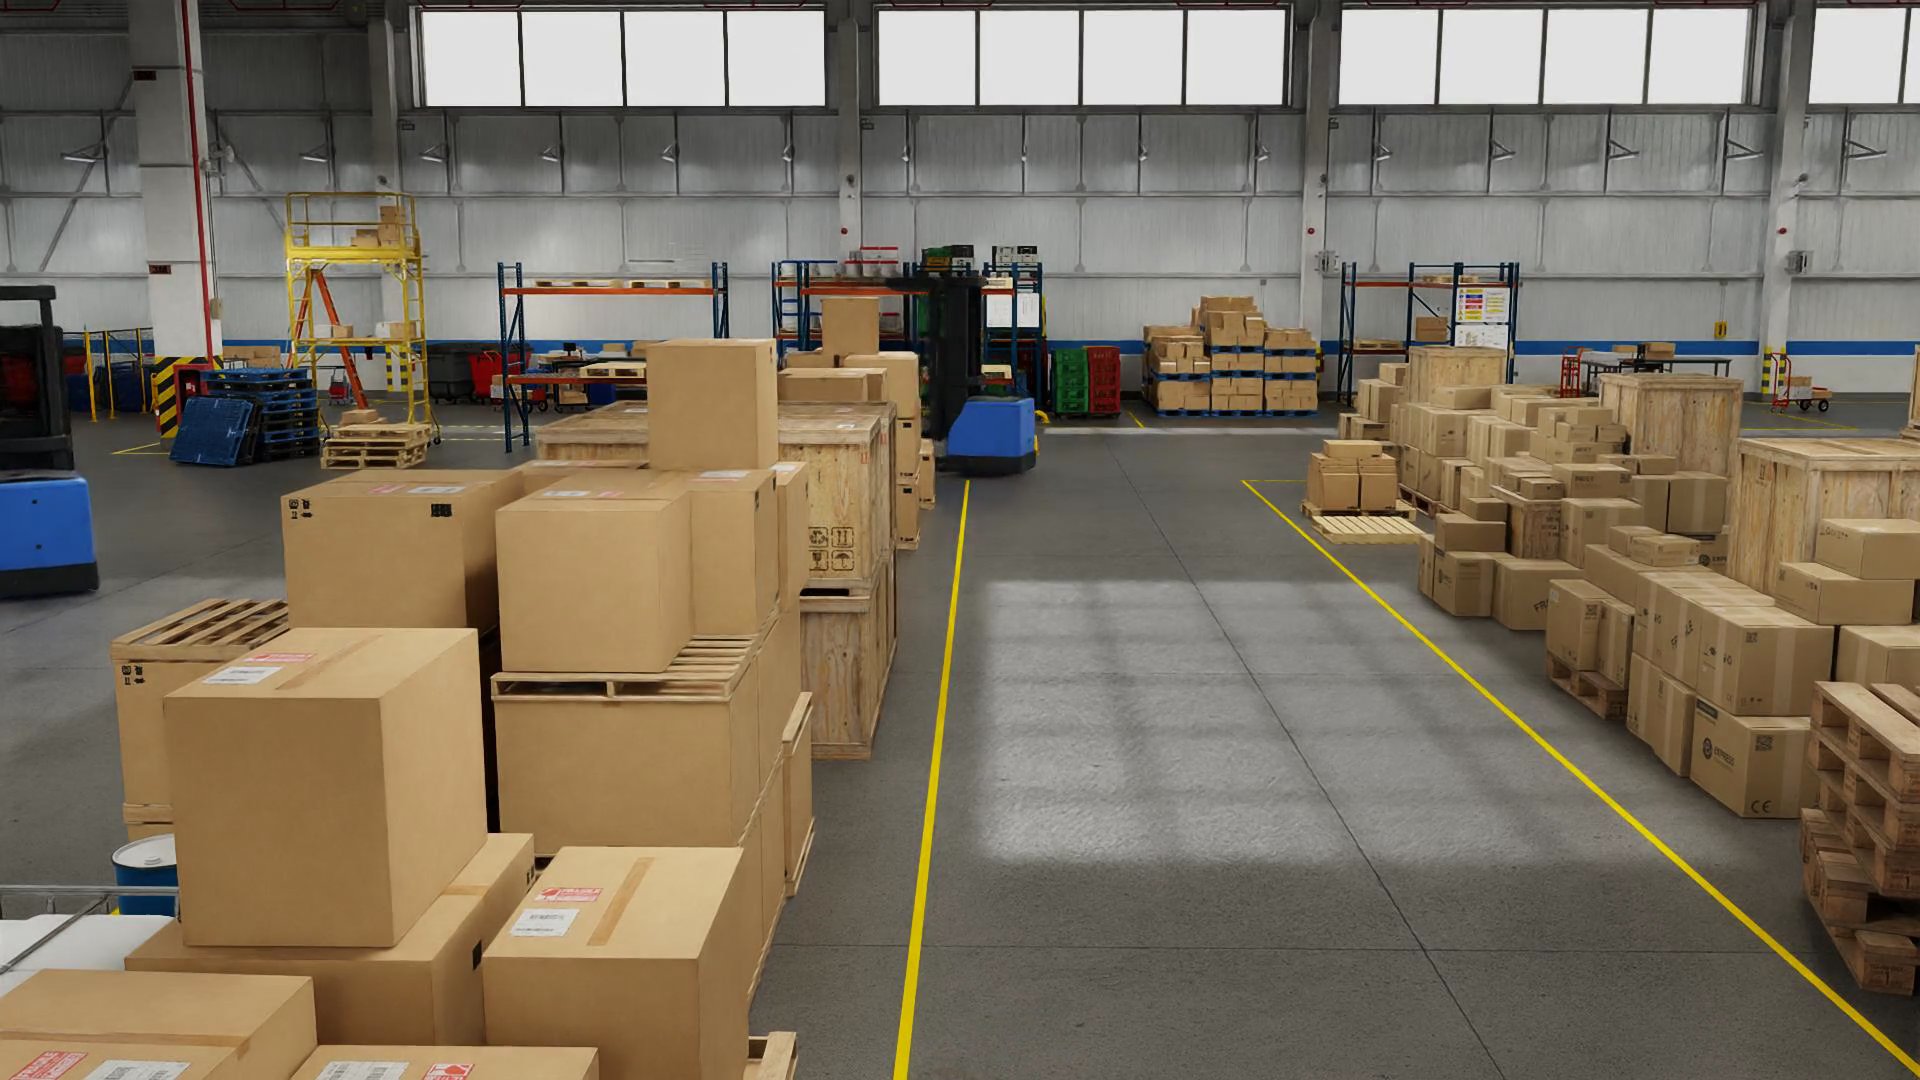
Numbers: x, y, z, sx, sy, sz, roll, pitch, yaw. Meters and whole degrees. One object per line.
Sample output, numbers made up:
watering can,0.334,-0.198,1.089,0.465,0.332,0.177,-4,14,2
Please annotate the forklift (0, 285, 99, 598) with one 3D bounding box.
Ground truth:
forklift,-8.788,-0.960,15.384,1.129,2.768,1.873,-7,12,-34

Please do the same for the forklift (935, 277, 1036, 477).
forklift,0.083,-2.367,23.815,1.873,2.768,1.129,3,10,16
